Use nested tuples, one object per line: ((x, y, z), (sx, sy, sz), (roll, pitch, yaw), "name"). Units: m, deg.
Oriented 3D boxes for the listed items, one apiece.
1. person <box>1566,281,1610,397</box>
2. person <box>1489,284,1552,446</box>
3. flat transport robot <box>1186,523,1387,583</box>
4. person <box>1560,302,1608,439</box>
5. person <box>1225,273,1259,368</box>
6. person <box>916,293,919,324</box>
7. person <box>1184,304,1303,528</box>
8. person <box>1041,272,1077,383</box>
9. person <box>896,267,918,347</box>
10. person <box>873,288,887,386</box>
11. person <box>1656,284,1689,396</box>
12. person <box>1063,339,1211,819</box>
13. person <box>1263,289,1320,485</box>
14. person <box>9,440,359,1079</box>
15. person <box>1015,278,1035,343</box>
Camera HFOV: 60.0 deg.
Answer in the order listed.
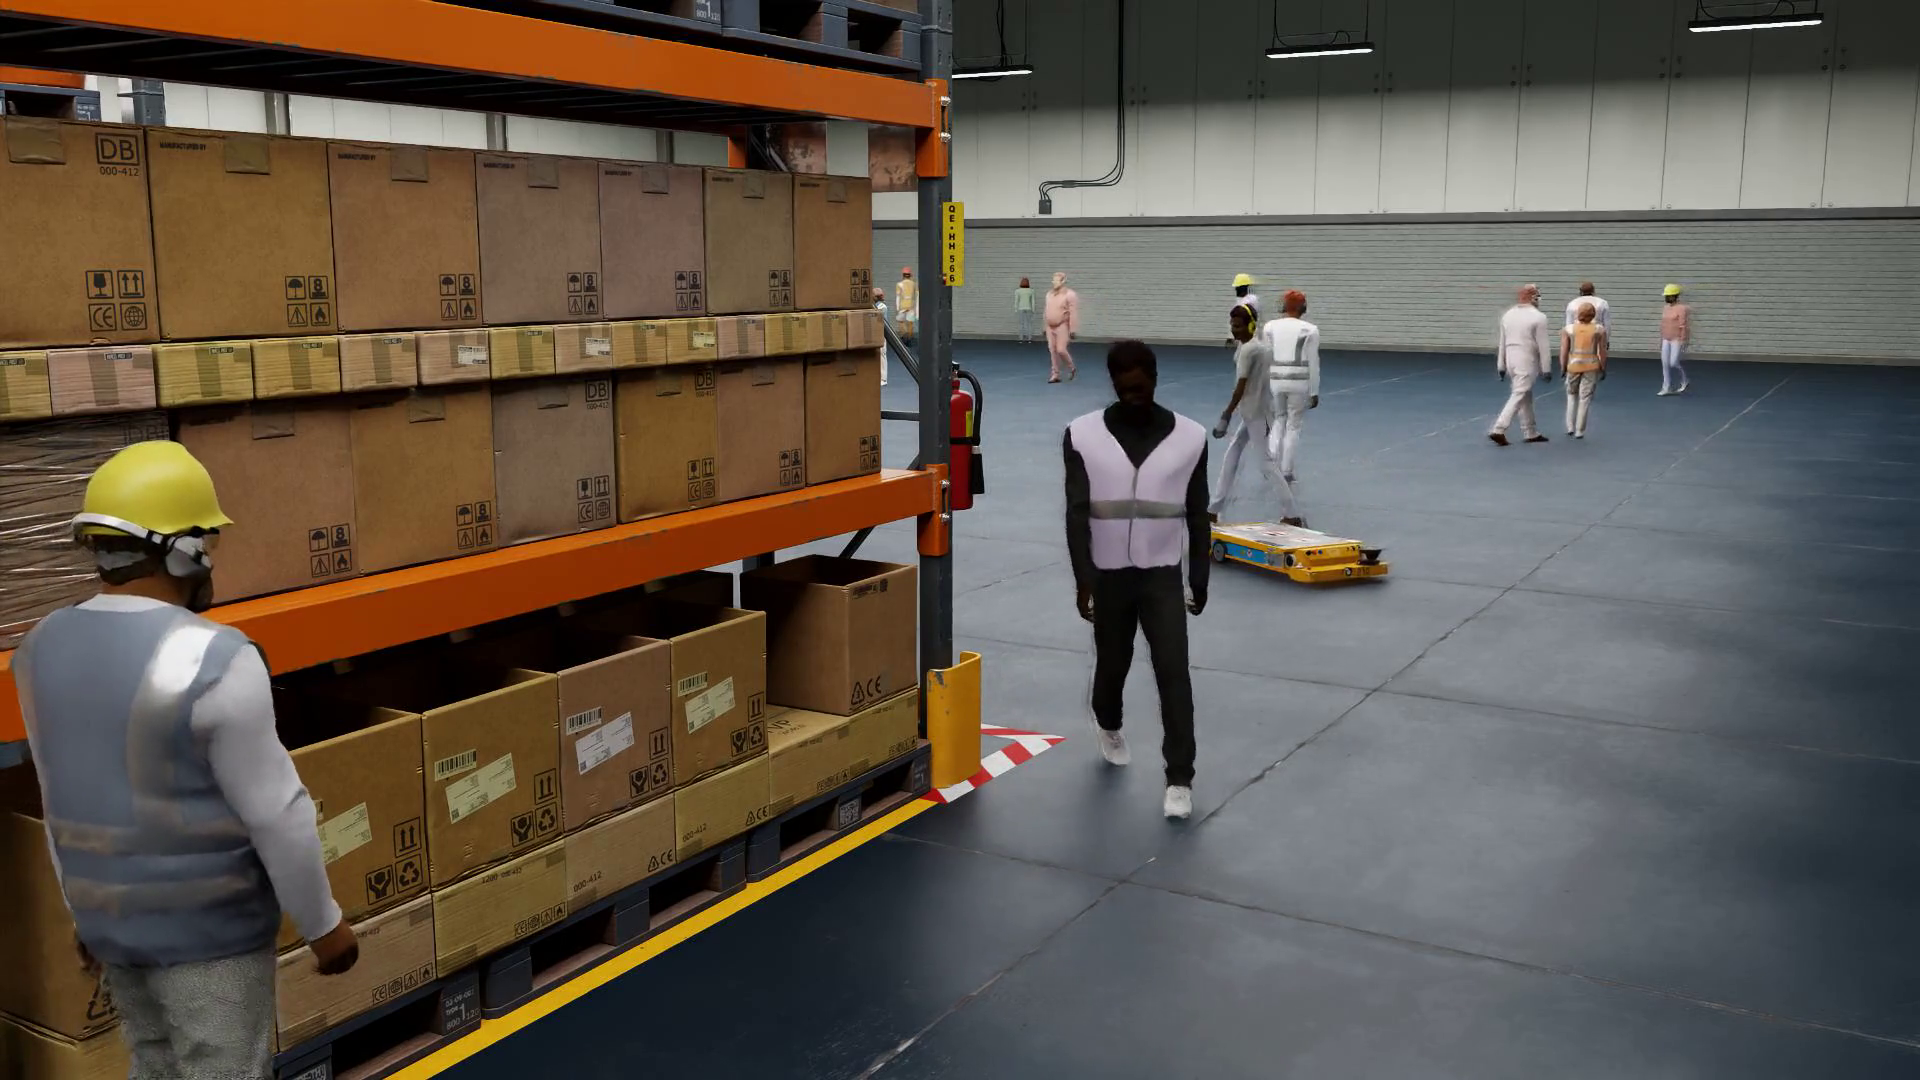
((9.565, -3.048, 25.417), (0.644, 1.811, 0.814), (5, 11, 26), "person")
((6.498, -2.019, 19.203), (0.987, 1.865, 0.662), (-4, 11, -23), "person")
((2.261, 0.062, 11.650), (0.652, 0.197, 1.431), (-5, 11, -26), "flat transport robot")
((7.504, -2.039, 19.995), (0.534, 1.613, 0.632), (5, 11, 26), "person")
((4.392, -3.164, 25.756), (0.504, 1.904, 0.602), (-1, 10, -7), "person")
((-0.633, -4.855, 36.167), (0.553, 1.719, 0.879), (3, 10, 19), "person")
((2.291, -0.967, 13.202), (0.976, 1.808, 0.504), (2, 10, 11), "person")
((1.693, -3.636, 28.538), (0.639, 1.898, 0.462), (9, 13, 42), "person")
((-1.298, -5.609, 40.033), (0.560, 1.920, 0.547), (-3, 10, -16), "person")
((-1.386, -3.411, 27.983), (0.307, 1.641, 0.513), (-6, 11, -32), "person")
((11.098, -3.104, 25.861), (0.477, 1.745, 0.550), (-4, 10, -21), "person")
((0.715, 0.107, 6.758), (0.596, 1.866, 0.872), (1, 10, 4), "person")
((3.142, -1.446, 15.802), (0.582, 1.867, 0.416), (7, 12, 36), "person")
((-1.513, 0.719, 3.248), (0.610, 1.822, 0.419), (5, 11, 26), "person")
((1.623, -5.746, 41.668), (0.506, 1.632, 0.268), (-1, 10, -4), "person")
